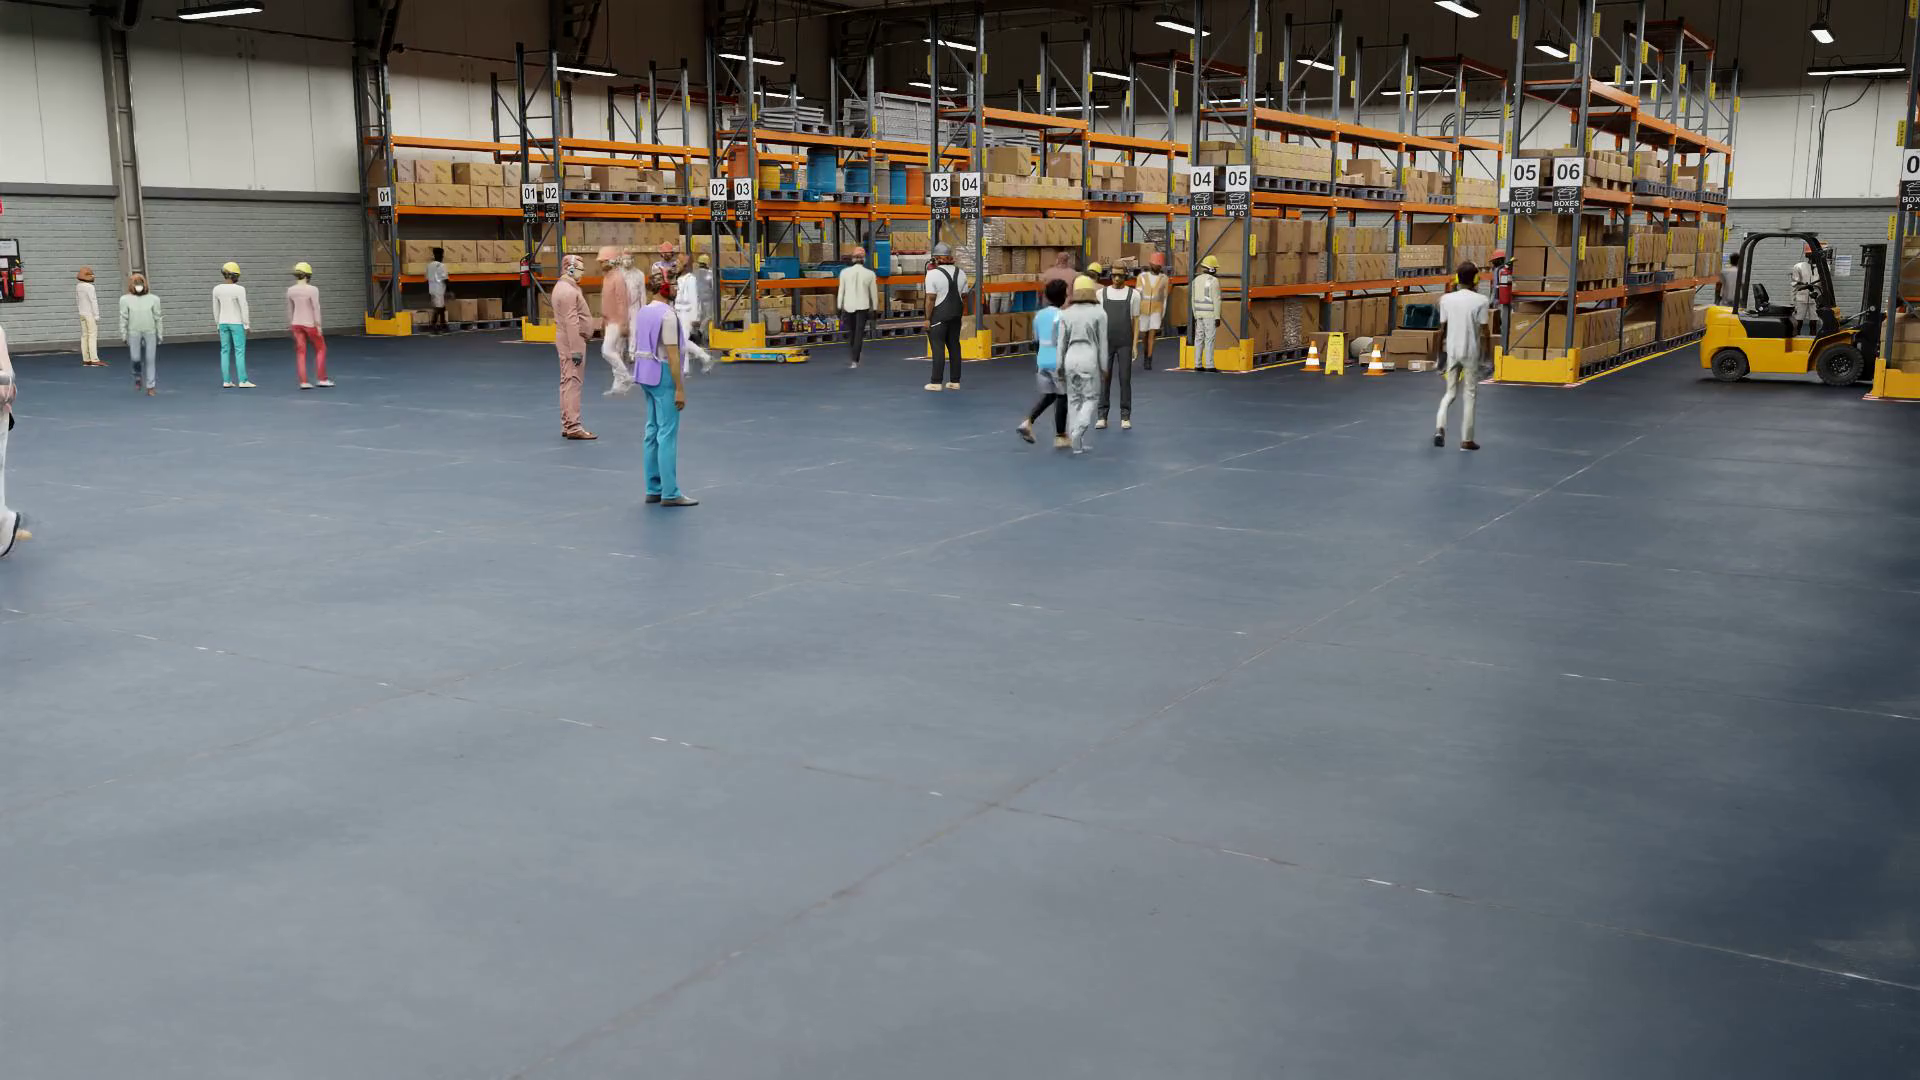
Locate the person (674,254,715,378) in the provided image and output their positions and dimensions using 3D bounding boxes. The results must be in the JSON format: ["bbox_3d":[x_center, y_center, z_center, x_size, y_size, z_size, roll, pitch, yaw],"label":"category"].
[{"bbox_3d":[-4.050,-3.342,24.898,0.566,1.867,0.581,-5,11,-24],"label":"person"}]

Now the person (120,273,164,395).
[{"bbox_3d":[-10.907,-2.740,22.201,0.501,1.623,0.379,-5,11,-27],"label":"person"}]

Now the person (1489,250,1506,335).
[{"bbox_3d":[9.960,-4.381,30.647,0.416,1.902,0.835,0,10,-2],"label":"person"}]

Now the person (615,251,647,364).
[{"bbox_3d":[-5.626,-3.935,28.128,0.668,1.893,0.500,-3,10,-14],"label":"person"}]

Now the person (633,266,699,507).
[{"bbox_3d":[-2.306,-1.179,12.835,0.391,1.848,0.563,-7,12,-34],"label":"person"}]

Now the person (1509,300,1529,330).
[{"bbox_3d":[13.161,-5.865,39.137,0.656,1.845,0.955,-1,10,-7],"label":"person"}]

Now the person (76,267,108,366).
[{"bbox_3d":[-14.380,-3.686,27.476,0.502,1.633,0.280,7,12,33],"label":"person"}]

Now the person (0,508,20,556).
[{"bbox_3d":[-6.448,-0.772,10.429,0.791,1.891,0.609,-5,11,-25],"label":"person"}]

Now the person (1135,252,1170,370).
[{"bbox_3d":[3.106,-3.722,26.947,0.558,1.895,0.923,2,10,10],"label":"person"}]

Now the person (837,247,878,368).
[{"bbox_3d":[-1.644,-3.805,27.239,0.653,1.946,0.993,2,10,11],"label":"person"}]

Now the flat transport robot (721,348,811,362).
[{"bbox_3d":[-3.309,-3.166,28.382,1.431,0.197,0.652,1,10,5],"label":"flat transport robot"}]

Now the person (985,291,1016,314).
[{"bbox_3d":[0.804,-4.813,32.977,0.625,1.931,0.375,0,10,1],"label":"person"}]

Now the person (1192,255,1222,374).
[{"bbox_3d":[3.861,-3.501,25.884,0.404,1.829,0.600,-6,12,-30],"label":"person"}]

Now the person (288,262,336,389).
[{"bbox_3d":[-9.041,-2.980,23.161,0.554,1.748,0.593,3,11,17],"label":"person"}]

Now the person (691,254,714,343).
[{"bbox_3d":[-5.188,-4.885,33.721,0.596,1.809,0.817,5,11,25],"label":"person"}]

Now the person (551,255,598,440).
[{"bbox_3d":[-3.997,-1.994,17.245,0.410,1.905,0.641,-4,11,-20],"label":"person"}]

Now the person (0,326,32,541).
[{"bbox_3d":[-6.530,-0.866,11.100,0.429,1.844,0.626,0,10,-1],"label":"person"}]

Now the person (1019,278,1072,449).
[{"bbox_3d":[0.900,-1.722,16.335,0.523,1.684,0.541,-7,12,-33],"label":"person"}]

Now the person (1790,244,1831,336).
[{"bbox_3d":[14.956,-4.218,29.306,0.607,2.044,0.378,5,11,27],"label":"person"}]

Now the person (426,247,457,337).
[{"bbox_3d":[-11.291,-5.413,36.327,0.632,1.929,0.897,9,13,40],"label":"person"}]

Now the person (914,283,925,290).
[{"bbox_3d":[-1.260,-8.445,54.130,0.507,1.632,0.273,-4,11,-22],"label":"person"}]

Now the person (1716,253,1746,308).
[{"bbox_3d":[15.263,-4.750,32.925,0.515,1.822,0.969,4,11,23],"label":"person"}]

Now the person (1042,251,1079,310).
[{"bbox_3d":[1.750,-4.042,28.766,0.650,1.881,0.728,1,10,4],"label":"person"}]

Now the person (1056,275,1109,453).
[{"bbox_3d":[1.143,-1.664,15.915,0.512,1.715,0.599,5,11,25],"label":"person"}]

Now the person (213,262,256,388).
[{"bbox_3d":[-10.181,-3.002,23.301,0.527,1.757,0.341,3,10,14],"label":"person"}]

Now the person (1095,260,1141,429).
[{"bbox_3d":[1.707,-2.125,18.149,0.507,1.844,0.345,2,10,9],"label":"person"}]

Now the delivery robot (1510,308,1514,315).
[{"bbox_3d":[13.136,-5.517,40.488,0.707,0.478,0.477,2,10,11],"label":"delivery robot"}]

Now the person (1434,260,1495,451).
[{"bbox_3d":[4.922,-1.784,16.182,0.551,1.860,0.496,9,14,42],"label":"person"}]

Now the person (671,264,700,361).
[{"bbox_3d":[-4.703,-3.861,28.351,0.561,1.666,0.408,10,14,44],"label":"person"}]

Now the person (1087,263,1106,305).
[{"bbox_3d":[1.980,-3.202,24.485,0.550,1.729,0.825,4,11,21],"label":"person"}]

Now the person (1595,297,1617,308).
[{"bbox_3d":[13.777,-5.209,35.233,0.642,1.913,0.409,4,11,20],"label":"person"}]

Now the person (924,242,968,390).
[{"bbox_3d":[-0.259,-3.089,22.992,0.682,2.000,0.538,-8,13,-39],"label":"person"}]

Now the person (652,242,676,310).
[{"bbox_3d":[-5.335,-4.426,30.469,0.608,2.045,0.391,0,10,0],"label":"person"}]

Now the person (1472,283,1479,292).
[{"bbox_3d":[12.819,-6.140,41.322,0.837,1.585,0.557,2,10,11],"label":"person"}]

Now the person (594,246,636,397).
[{"bbox_3d":[-4.582,-2.859,21.875,0.439,1.973,0.644,-5,11,-28],"label":"person"}]
